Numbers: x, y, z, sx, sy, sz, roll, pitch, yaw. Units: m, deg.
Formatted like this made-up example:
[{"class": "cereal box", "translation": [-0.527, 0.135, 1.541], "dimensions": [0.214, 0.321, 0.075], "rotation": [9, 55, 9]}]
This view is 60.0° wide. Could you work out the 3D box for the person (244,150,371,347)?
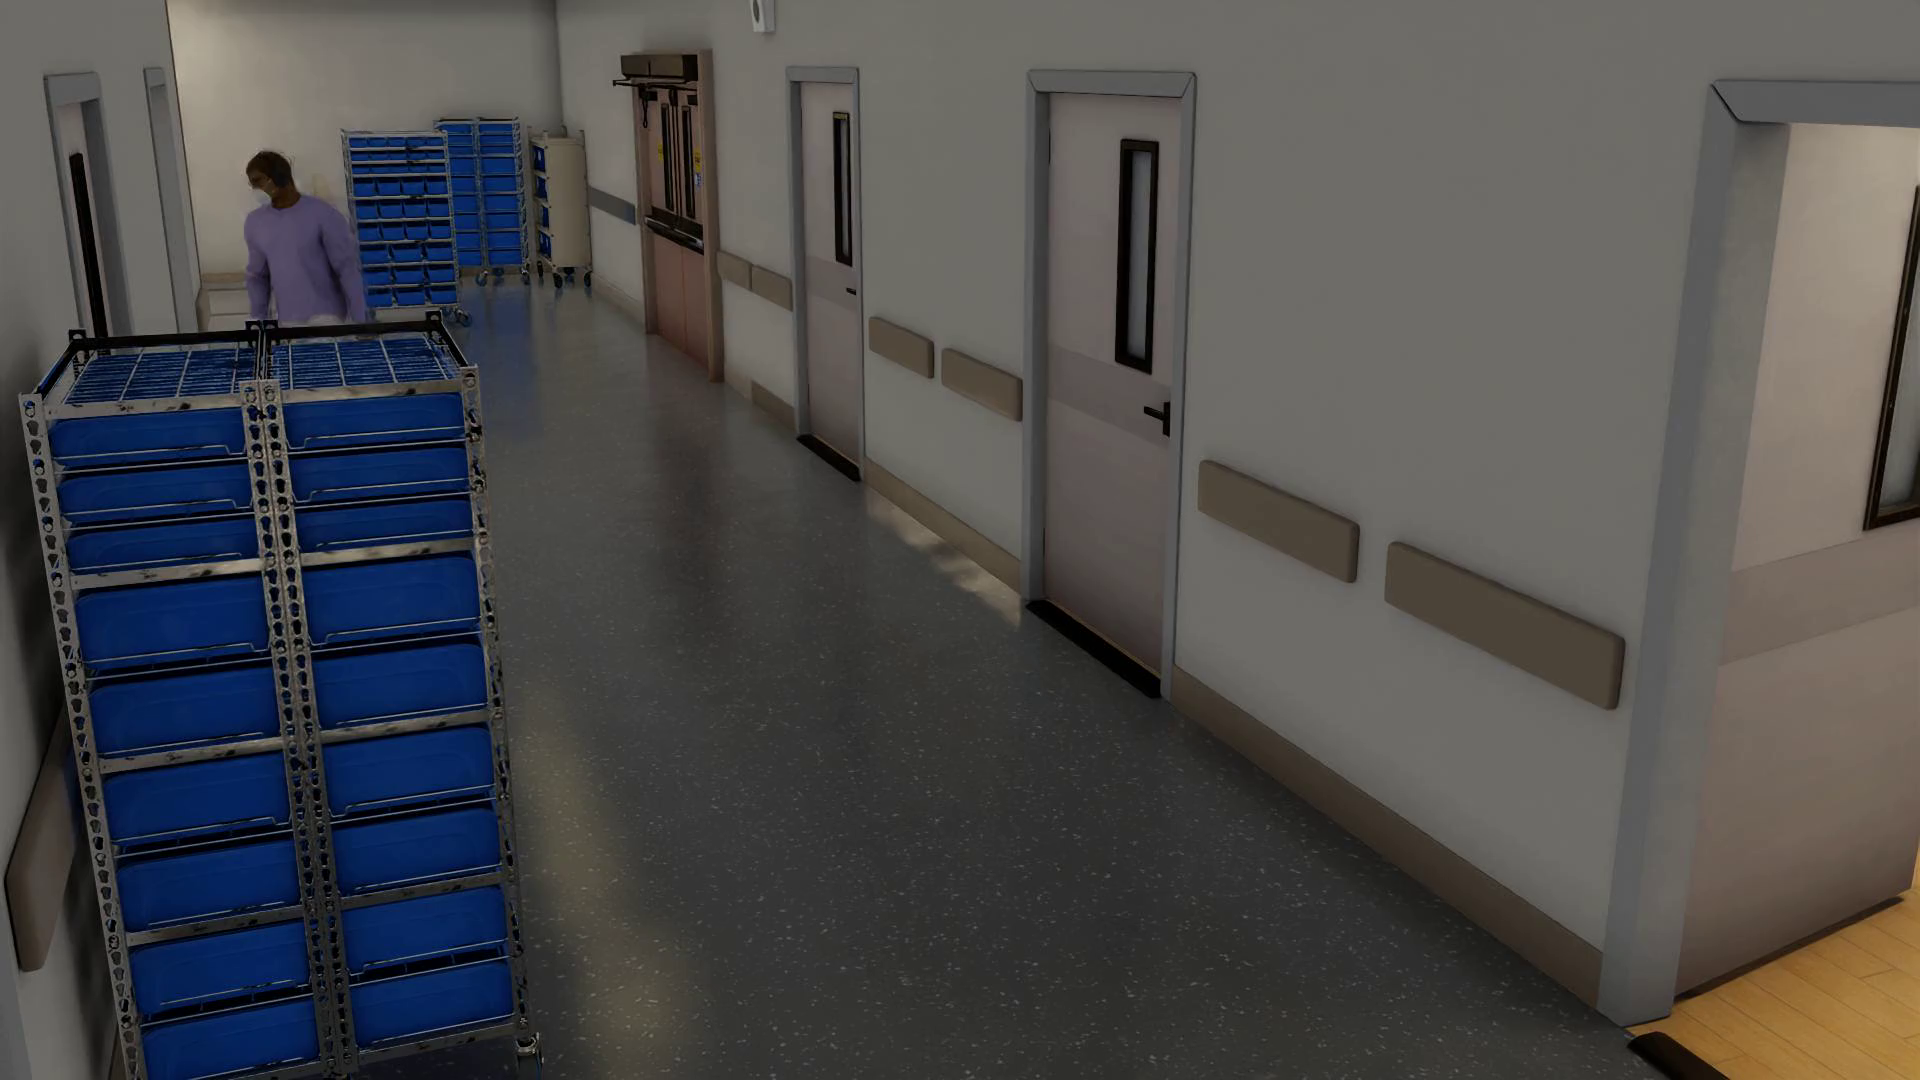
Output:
[{"class": "person", "translation": [-3.661, -1.175, 9.192], "dimensions": [0.657, 1.893, 0.784], "rotation": [5, 17, 17]}]
